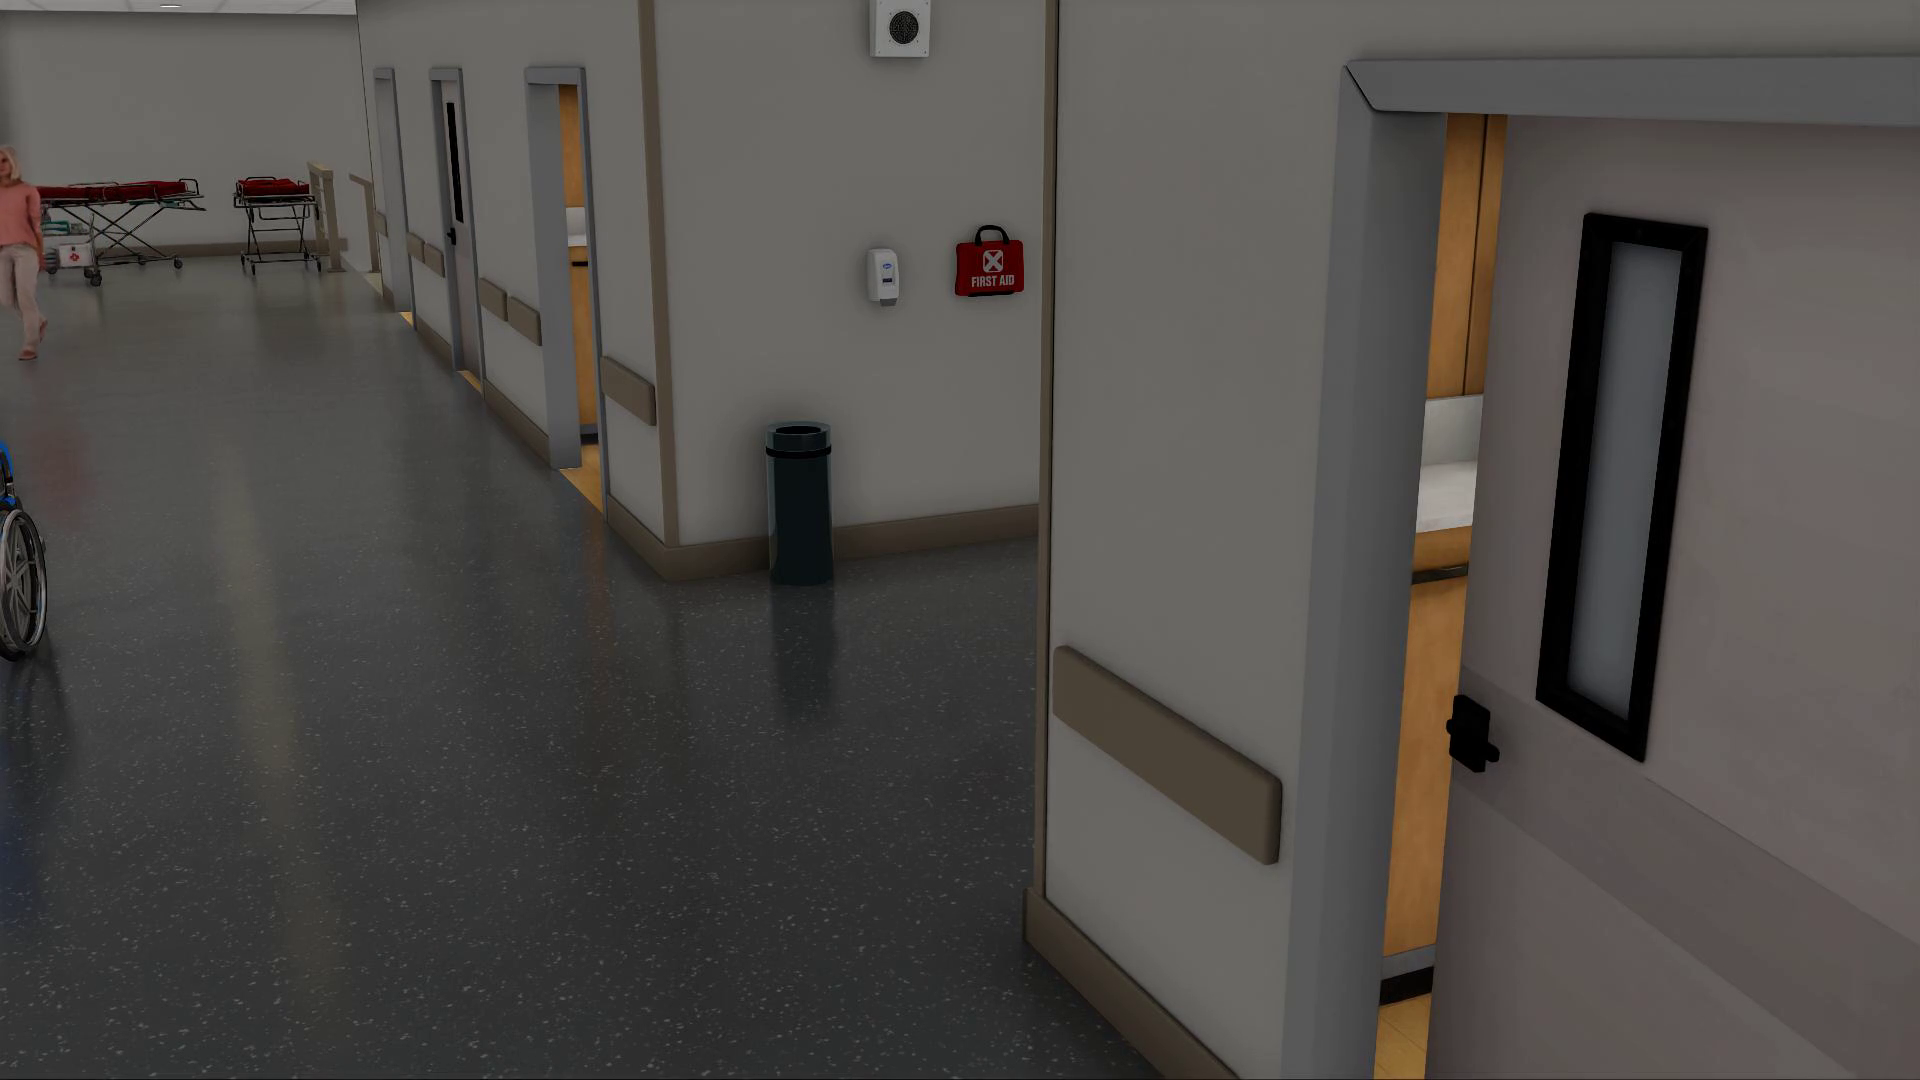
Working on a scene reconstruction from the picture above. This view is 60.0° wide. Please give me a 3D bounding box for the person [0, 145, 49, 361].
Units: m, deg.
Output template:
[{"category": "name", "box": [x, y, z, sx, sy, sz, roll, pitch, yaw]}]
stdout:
[{"category": "person", "box": [-7.651, -2.340, 13.568, 0.783, 1.709, 0.933, -1, 16, -3]}]
